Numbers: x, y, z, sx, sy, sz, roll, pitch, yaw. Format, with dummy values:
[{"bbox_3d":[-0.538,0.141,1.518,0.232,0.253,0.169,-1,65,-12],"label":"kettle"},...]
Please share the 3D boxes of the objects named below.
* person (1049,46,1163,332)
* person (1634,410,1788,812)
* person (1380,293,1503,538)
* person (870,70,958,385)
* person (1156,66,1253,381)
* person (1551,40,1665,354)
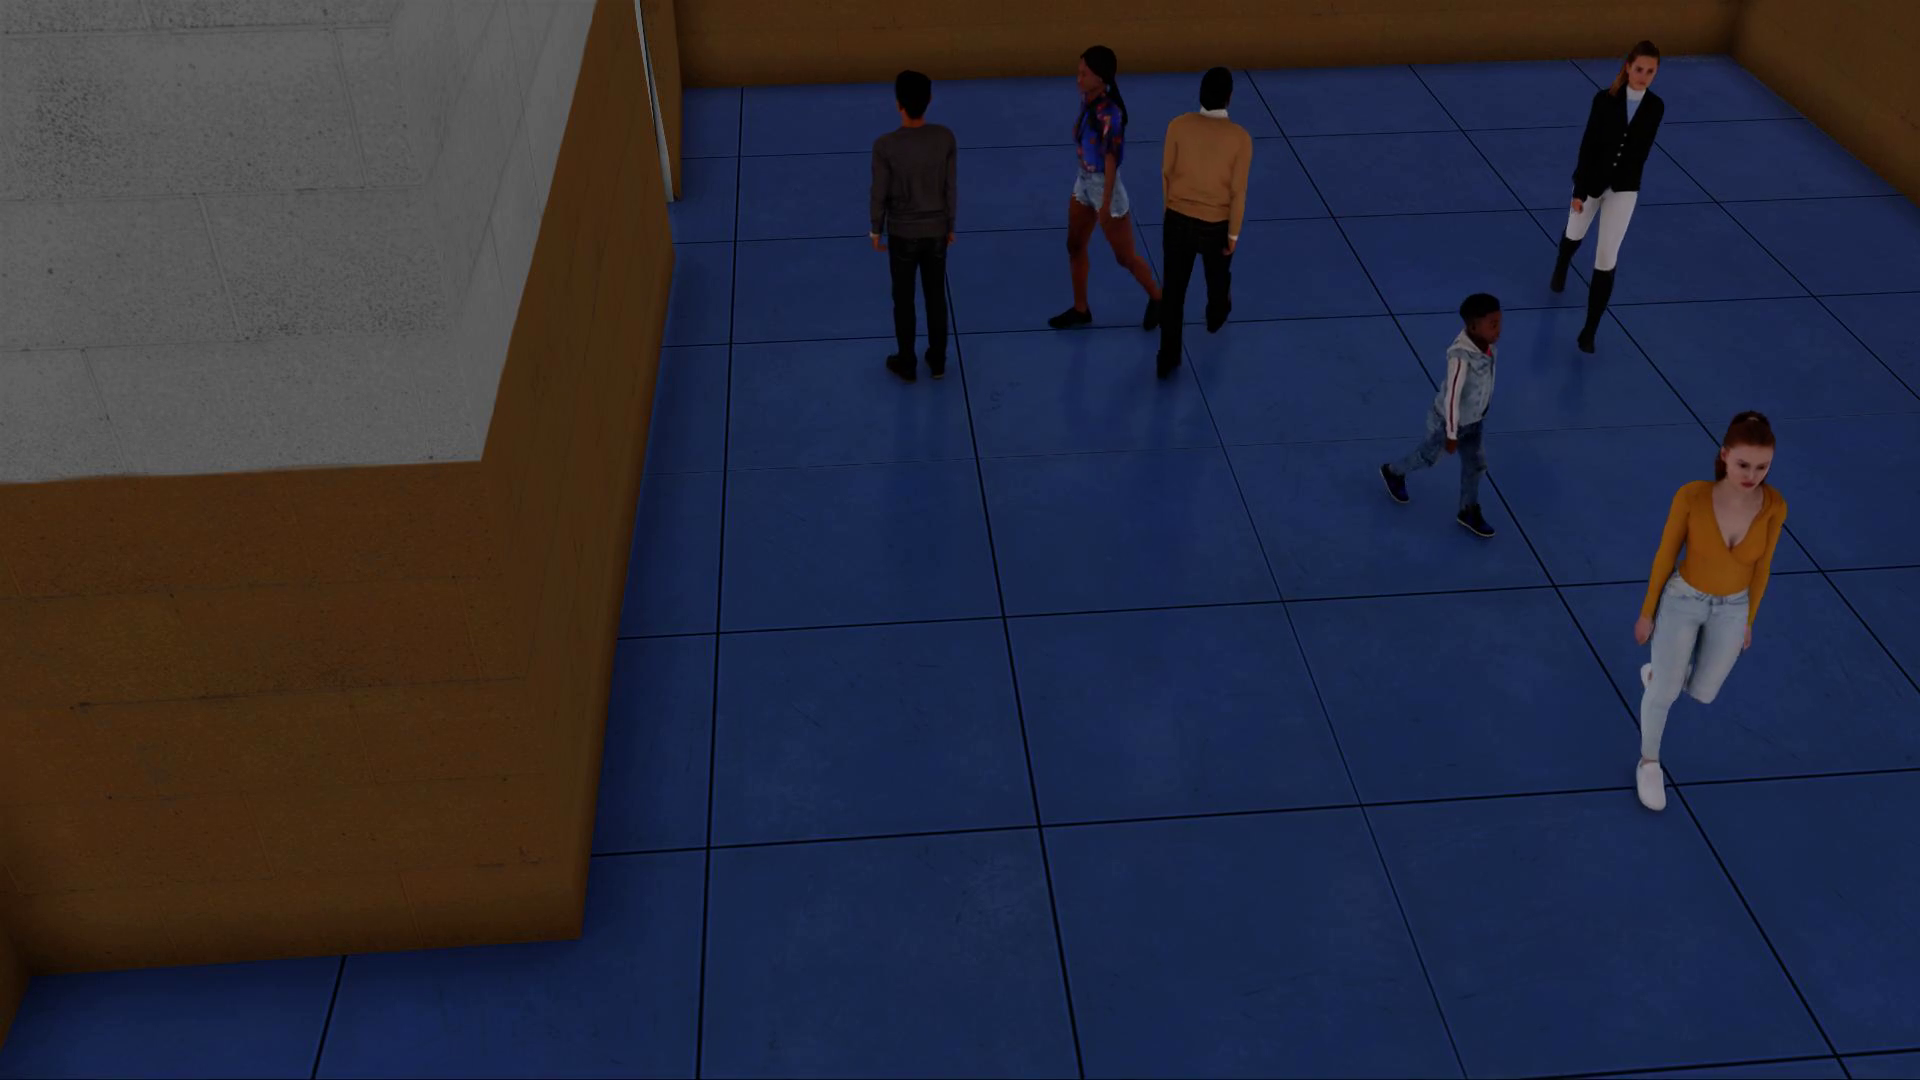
[{"bbox_3d":[0.875,-1.955,9.452,0.986,1.717,0.738,-15,39,-19],"label":"person"},{"bbox_3d":[2.876,0.234,6.513,0.868,1.743,0.777,5,37,6],"label":"person"},{"bbox_3d":[2.376,-0.644,8.098,0.866,1.244,0.853,-27,45,-31],"label":"person"},{"bbox_3d":[-0.238,-1.667,9.028,0.535,1.764,0.736,-28,45,-32],"label":"person"},{"bbox_3d":[1.275,-1.678,9.084,1.172,1.708,1.023,12,38,15],"label":"person"},{"bbox_3d":[3.671,-2.016,9.549,1.215,1.681,0.923,9,38,12],"label":"person"}]
